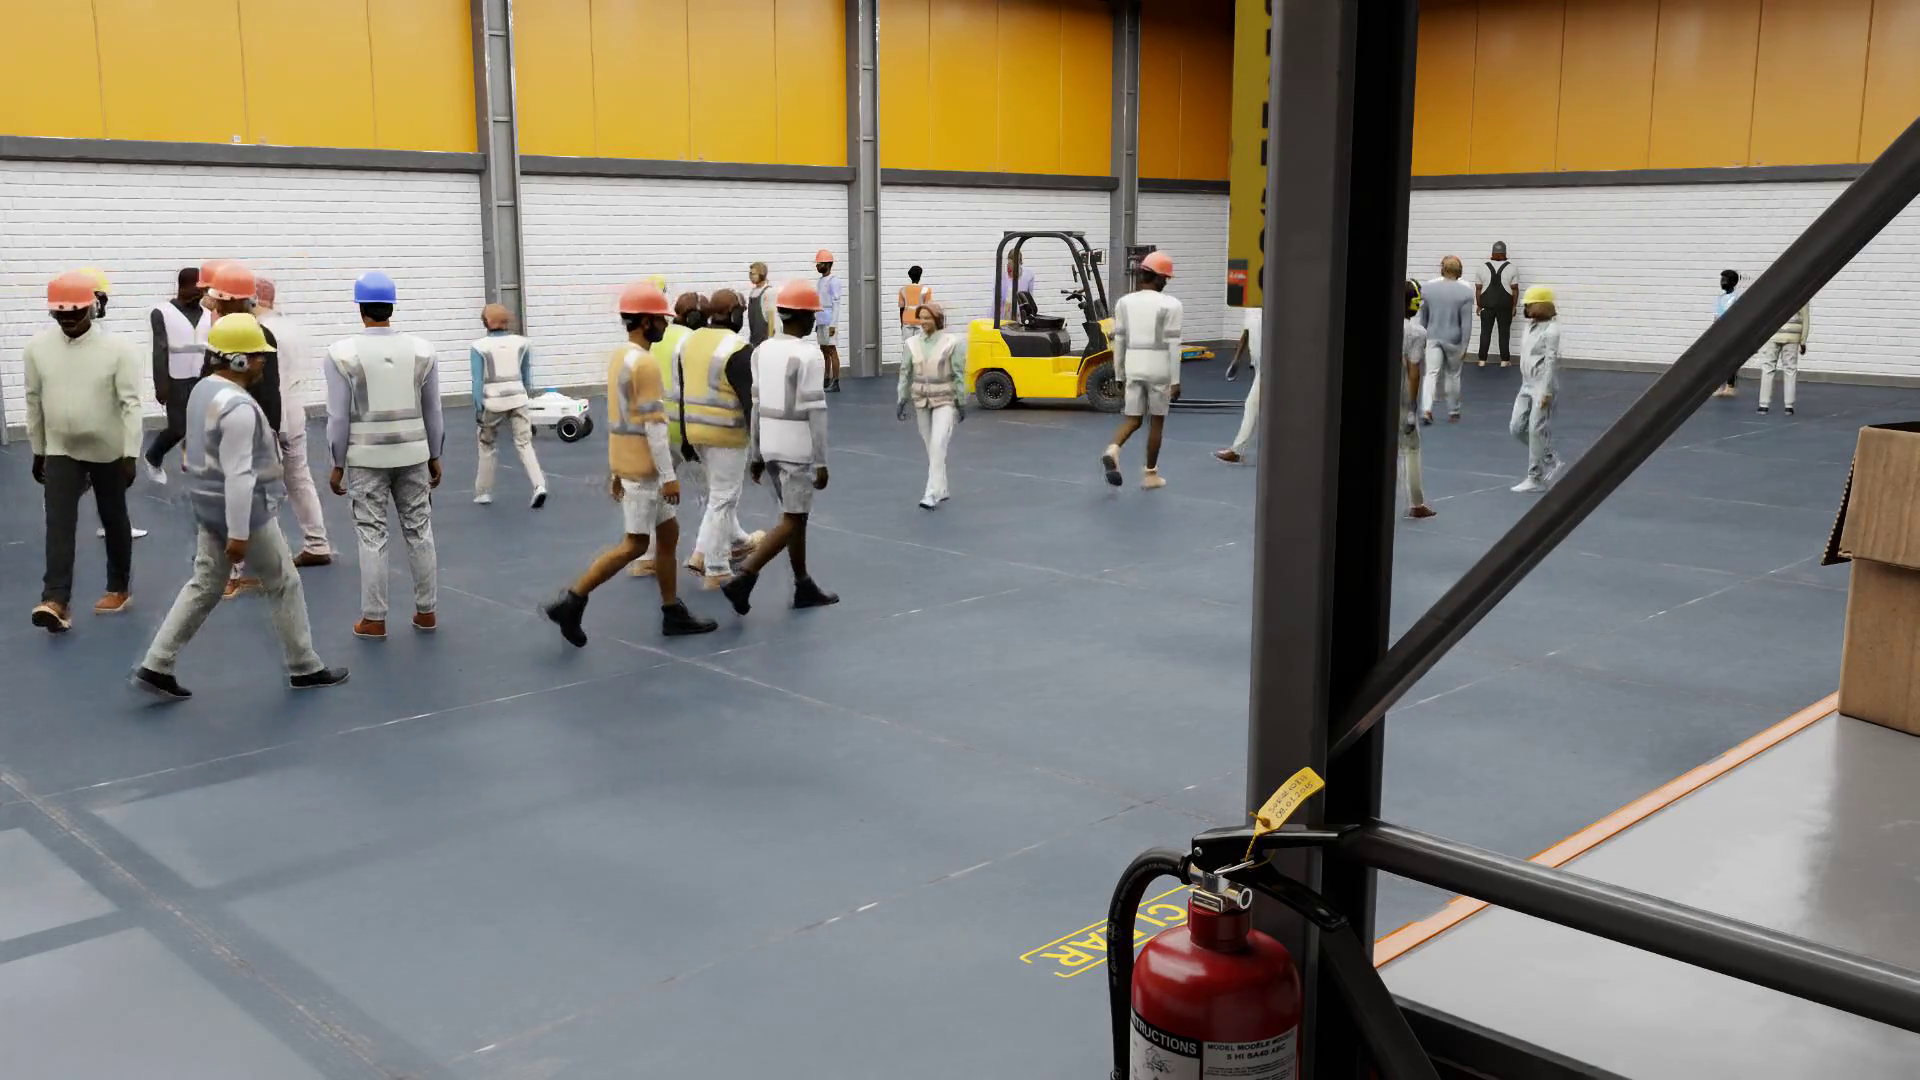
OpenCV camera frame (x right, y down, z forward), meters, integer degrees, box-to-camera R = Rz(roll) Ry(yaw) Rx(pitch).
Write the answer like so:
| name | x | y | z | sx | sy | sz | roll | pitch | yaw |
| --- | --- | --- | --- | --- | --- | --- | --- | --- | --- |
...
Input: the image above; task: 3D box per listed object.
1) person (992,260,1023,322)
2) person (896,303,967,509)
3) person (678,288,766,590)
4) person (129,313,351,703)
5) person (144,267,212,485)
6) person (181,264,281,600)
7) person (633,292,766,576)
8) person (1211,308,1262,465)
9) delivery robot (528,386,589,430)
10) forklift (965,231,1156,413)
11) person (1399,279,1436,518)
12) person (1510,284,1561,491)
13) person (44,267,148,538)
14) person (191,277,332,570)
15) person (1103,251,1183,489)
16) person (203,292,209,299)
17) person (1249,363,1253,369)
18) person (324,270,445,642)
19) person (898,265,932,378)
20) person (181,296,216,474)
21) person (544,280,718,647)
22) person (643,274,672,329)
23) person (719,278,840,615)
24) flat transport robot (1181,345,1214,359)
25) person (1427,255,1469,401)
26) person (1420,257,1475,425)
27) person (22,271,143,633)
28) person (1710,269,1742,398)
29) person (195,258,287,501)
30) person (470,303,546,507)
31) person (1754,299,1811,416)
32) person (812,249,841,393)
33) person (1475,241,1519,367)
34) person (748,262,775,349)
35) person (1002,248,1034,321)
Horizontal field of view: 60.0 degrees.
| name | x | y | z | sx | sy | sz | roll | pitch | yaw |
| --- | --- | --- | --- | --- | --- | --- | --- | --- | --- |
| person | 0.749 | -3.007 | 23.221 | 0.961 | 1.792 | 0.575 | -3 | 11 | -14 |
| person | -0.252 | -1.044 | 13.023 | 0.538 | 1.600 | 0.806 | 5 | 12 | 26 |
| person | -1.426 | -0.600 | 10.023 | 0.444 | 1.818 | 0.649 | -8 | 13 | -39 |
| person | -3.366 | -0.137 | 7.598 | 0.916 | 1.791 | 0.612 | -9 | 14 | -41 |
| person | -6.474 | -1.320 | 13.802 | 0.754 | 1.877 | 0.615 | 5 | 11 | 24 |
| person | -4.299 | -0.647 | 9.873 | 0.725 | 1.962 | 0.597 | 9 | 14 | 42 |
| person | -1.708 | -0.679 | 10.579 | 0.676 | 1.768 | 0.992 | 10 | 14 | 43 |
| person | 2.719 | -1.593 | 15.433 | 0.964 | 1.815 | 0.513 | -3 | 11 | -14 |
| delivery robot | -4.255 | -1.358 | 17.350 | 0.707 | 0.478 | 0.477 | 0 | 10 | 1 |
| forklift | 1.222 | -2.721 | 20.561 | 2.313 | 2.155 | 1.214 | 2 | 11 | 13 |
| person | 3.191 | -1.019 | 12.338 | 0.981 | 1.827 | 0.530 | -8 | 13 | -39 |
| person | 4.829 | -1.259 | 13.857 | 0.442 | 1.728 | 0.496 | -2 | 11 | -12 |
| person | -6.066 | -0.939 | 11.591 | 0.545 | 1.912 | 0.614 | 0 | 10 | -3 |
| person | -4.507 | -0.733 | 10.635 | 0.918 | 1.860 | 0.667 | -2 | 11 | -10 |
| person | 1.520 | -1.382 | 13.778 | 0.618 | 2.012 | 0.738 | 7 | 12 | 33 |
| person | -6.981 | -1.567 | 15.842 | 0.304 | 1.624 | 0.491 | -2 | 11 | -9 |
| person | 4.997 | -3.577 | 26.503 | 0.735 | 1.731 | 0.516 | 1 | 10 | 6 |
| person | -3.029 | -0.438 | 8.786 | 0.615 | 1.947 | 0.388 | -8 | 13 | -37 |
| person | -0.659 | -3.217 | 24.652 | 0.530 | 1.689 | 0.321 | 4 | 11 | 19 |
| person | -6.731 | -1.368 | 14.815 | 0.629 | 1.596 | 0.409 | 7 | 12 | 33 |
| person | -1.735 | -0.388 | 8.642 | 0.862 | 1.909 | 0.544 | -4 | 11 | -21 |
| person | -3.216 | -1.965 | 17.714 | 0.805 | 1.711 | 0.544 | -7 | 13 | -34 |
| person | -1.012 | -0.494 | 9.237 | 0.839 | 1.906 | 0.574 | -10 | 14 | -44 |
| flat transport robot | 3.668 | -3.184 | 28.337 | 0.652 | 0.197 | 1.431 | 9 | 14 | 40 |
| person | 6.254 | -2.723 | 21.422 | 0.580 | 1.883 | 0.345 | 0 | 10 | -3 |
| person | 5.486 | -2.251 | 18.839 | 0.630 | 1.899 | 0.985 | 6 | 12 | 29 |
| person | -4.772 | -0.477 | 9.031 | 0.629 | 1.928 | 1.045 | -2 | 11 | -11 |
| person | 9.960 | -2.689 | 21.769 | 0.593 | 1.676 | 0.559 | 0 | 10 | -1 |
| person | -5.702 | -1.257 | 13.239 | 0.576 | 1.947 | 0.638 | 0 | 10 | -1 |
| person | -3.567 | -1.048 | 13.058 | 0.526 | 1.621 | 0.735 | -8 | 13 | -37 |
| person | 9.754 | -2.383 | 19.780 | 0.608 | 1.837 | 0.405 | 3 | 11 | 18 |
| person | -1.830 | -2.978 | 22.663 | 0.354 | 1.939 | 0.544 | -6 | 12 | -31 |
| person | 8.766 | -3.851 | 27.142 | 0.688 | 2.000 | 0.538 | 5 | 11 | 25 |
| person | -2.385 | -2.525 | 20.543 | 0.875 | 1.819 | 0.516 | -7 | 13 | -35 |
| person | 0.844 | -3.522 | 25.628 | 0.631 | 1.939 | 0.369 | -6 | 12 | -31 |
